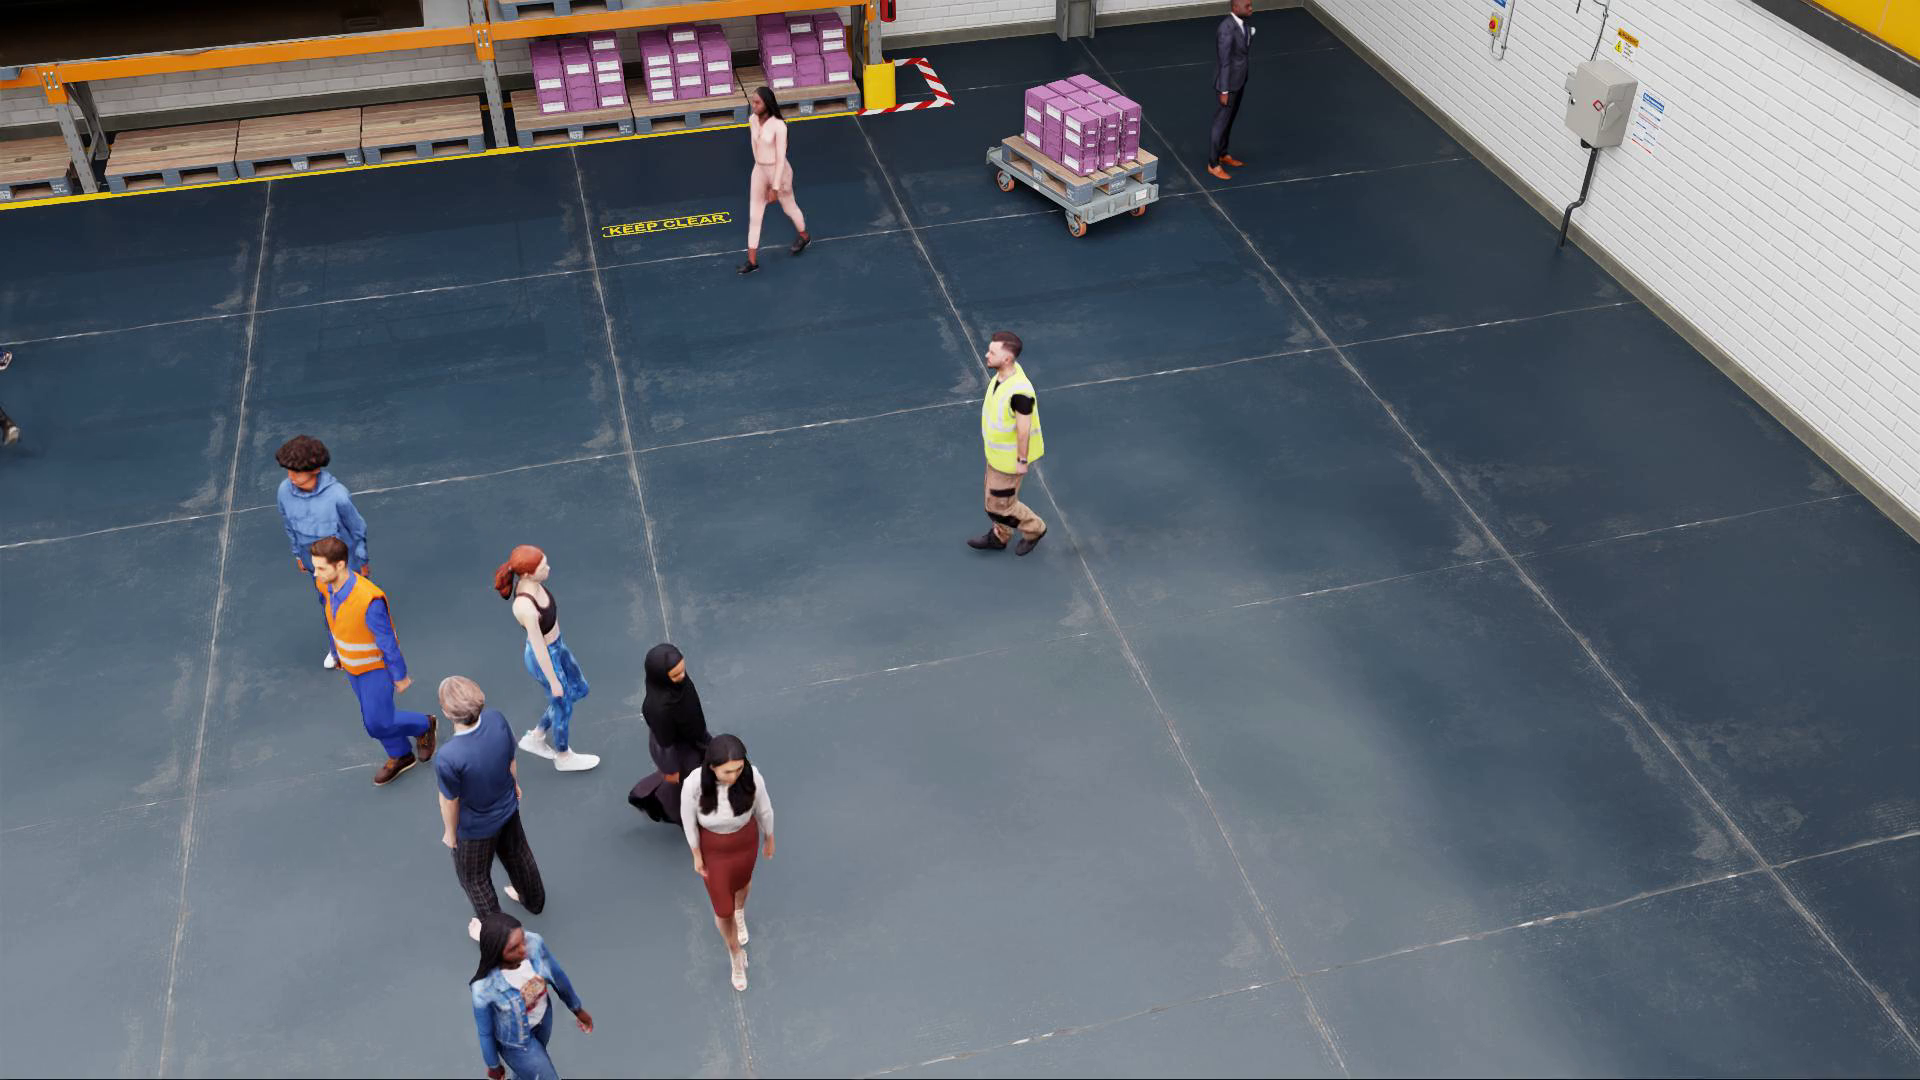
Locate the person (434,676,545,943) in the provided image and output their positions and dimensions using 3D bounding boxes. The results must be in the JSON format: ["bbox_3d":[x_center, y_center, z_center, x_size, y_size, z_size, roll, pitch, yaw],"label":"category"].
[{"bbox_3d":[-2.520,1.479,8.843,0.822,1.869,0.768,21,43,24],"label":"person"}]

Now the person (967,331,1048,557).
[{"bbox_3d":[0.391,-0.638,11.526,0.777,1.830,0.706,-8,39,-10],"label":"person"}]

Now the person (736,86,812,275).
[{"bbox_3d":[-1.608,-3.249,14.923,1.088,1.670,1.205,23,44,26],"label":"person"}]

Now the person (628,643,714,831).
[{"bbox_3d":[-1.672,1.146,9.483,0.965,1.590,0.815,1,39,1],"label":"person"}]

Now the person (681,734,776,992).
[{"bbox_3d":[-1.243,1.581,8.834,0.685,1.722,0.663,-7,39,-9],"label":"person"}]

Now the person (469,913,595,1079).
[{"bbox_3d":[-2.146,2.326,7.926,0.961,1.691,0.877,14,41,16],"label":"person"}]

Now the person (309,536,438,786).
[{"bbox_3d":[-3.429,0.677,9.861,0.909,1.853,0.968,20,43,24],"label":"person"}]

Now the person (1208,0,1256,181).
[{"bbox_3d":[2.660,-4.504,16.372,0.831,1.824,0.779,19,42,22],"label":"person"}]

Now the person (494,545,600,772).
[{"bbox_3d":[-2.525,0.744,9.839,0.718,1.774,0.601,-6,39,-8],"label":"person"}]

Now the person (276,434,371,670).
[{"bbox_3d":[-4.010,0.084,10.641,0.659,1.805,0.813,6,39,8],"label":"person"}]
